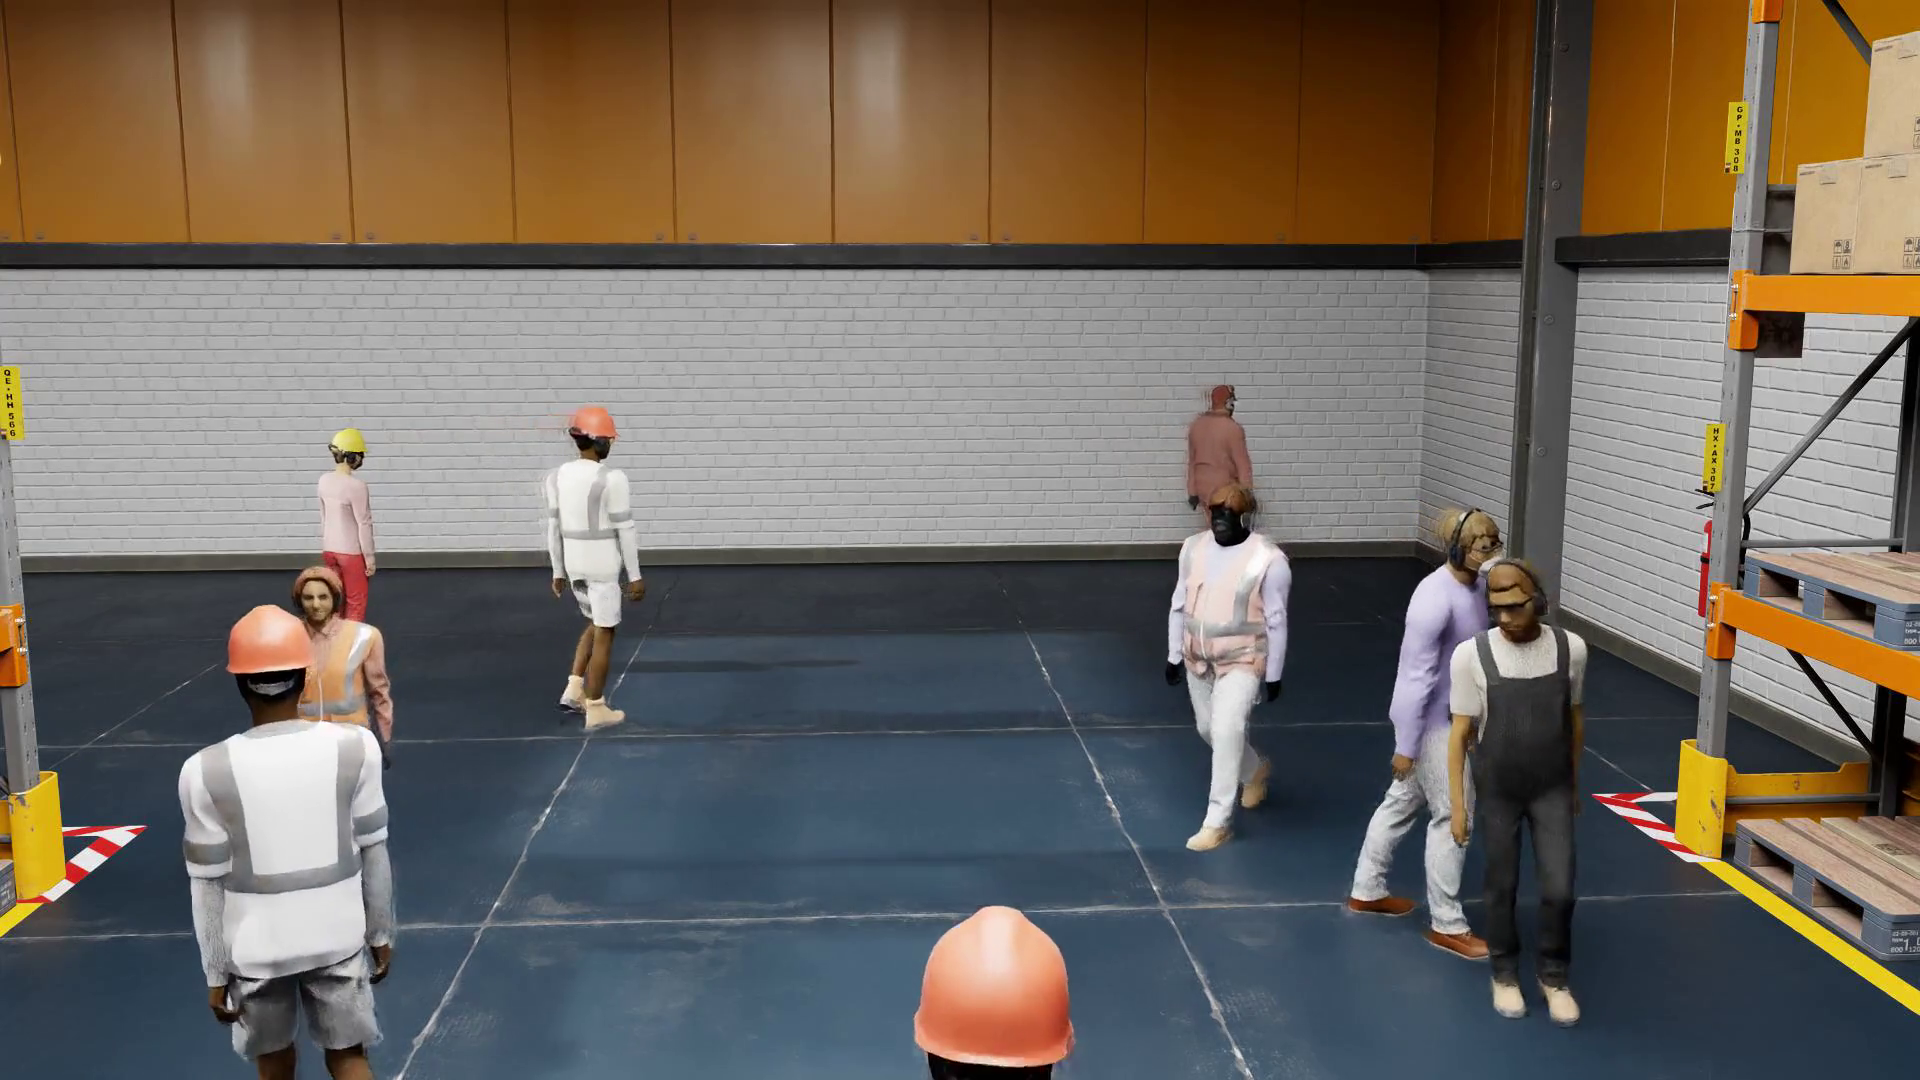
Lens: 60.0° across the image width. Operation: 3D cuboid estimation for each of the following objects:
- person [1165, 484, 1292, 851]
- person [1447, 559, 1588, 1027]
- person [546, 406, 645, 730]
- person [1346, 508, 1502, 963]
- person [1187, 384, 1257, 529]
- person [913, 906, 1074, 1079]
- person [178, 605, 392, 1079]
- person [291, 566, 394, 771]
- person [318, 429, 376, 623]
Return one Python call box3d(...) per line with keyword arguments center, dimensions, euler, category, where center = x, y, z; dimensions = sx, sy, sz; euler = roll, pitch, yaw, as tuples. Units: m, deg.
box3d(center=(1.388, 0.598, 8.448), dimensions=(0.624, 1.816, 0.826), euler=(9, 13, 44), category="person")
box3d(center=(2.084, 0.944, 6.269), dimensions=(0.525, 1.804, 0.497), euler=(1, 9, 6), category="person")
box3d(center=(-2.271, 0.178, 10.404), dimensions=(0.621, 2.027, 0.445), euler=(7, 11, 35), category="person")
box3d(center=(1.972, 0.787, 7.026), dimensions=(0.720, 1.900, 0.648), euler=(5, 10, 29), category="person")
box3d(center=(2.352, -0.422, 14.612), dimensions=(0.656, 1.888, 0.647), euler=(-5, 10, -28), category="person")
box3d(center=(0.039, 1.488, 2.500), dimensions=(0.567, 1.913, 0.574), euler=(0, 9, -1), category="person")
box3d(center=(-1.856, 1.148, 4.677), dimensions=(0.546, 1.914, 0.754), euler=(-5, 10, -29), category="person")
box3d(center=(-2.723, 0.907, 7.126), dimensions=(0.539, 1.589, 0.871), euler=(-2, 9, -11), category="person")
box3d(center=(-4.319, 0.091, 11.792), dimensions=(0.530, 1.758, 0.356), euler=(6, 11, 33), category="person")
